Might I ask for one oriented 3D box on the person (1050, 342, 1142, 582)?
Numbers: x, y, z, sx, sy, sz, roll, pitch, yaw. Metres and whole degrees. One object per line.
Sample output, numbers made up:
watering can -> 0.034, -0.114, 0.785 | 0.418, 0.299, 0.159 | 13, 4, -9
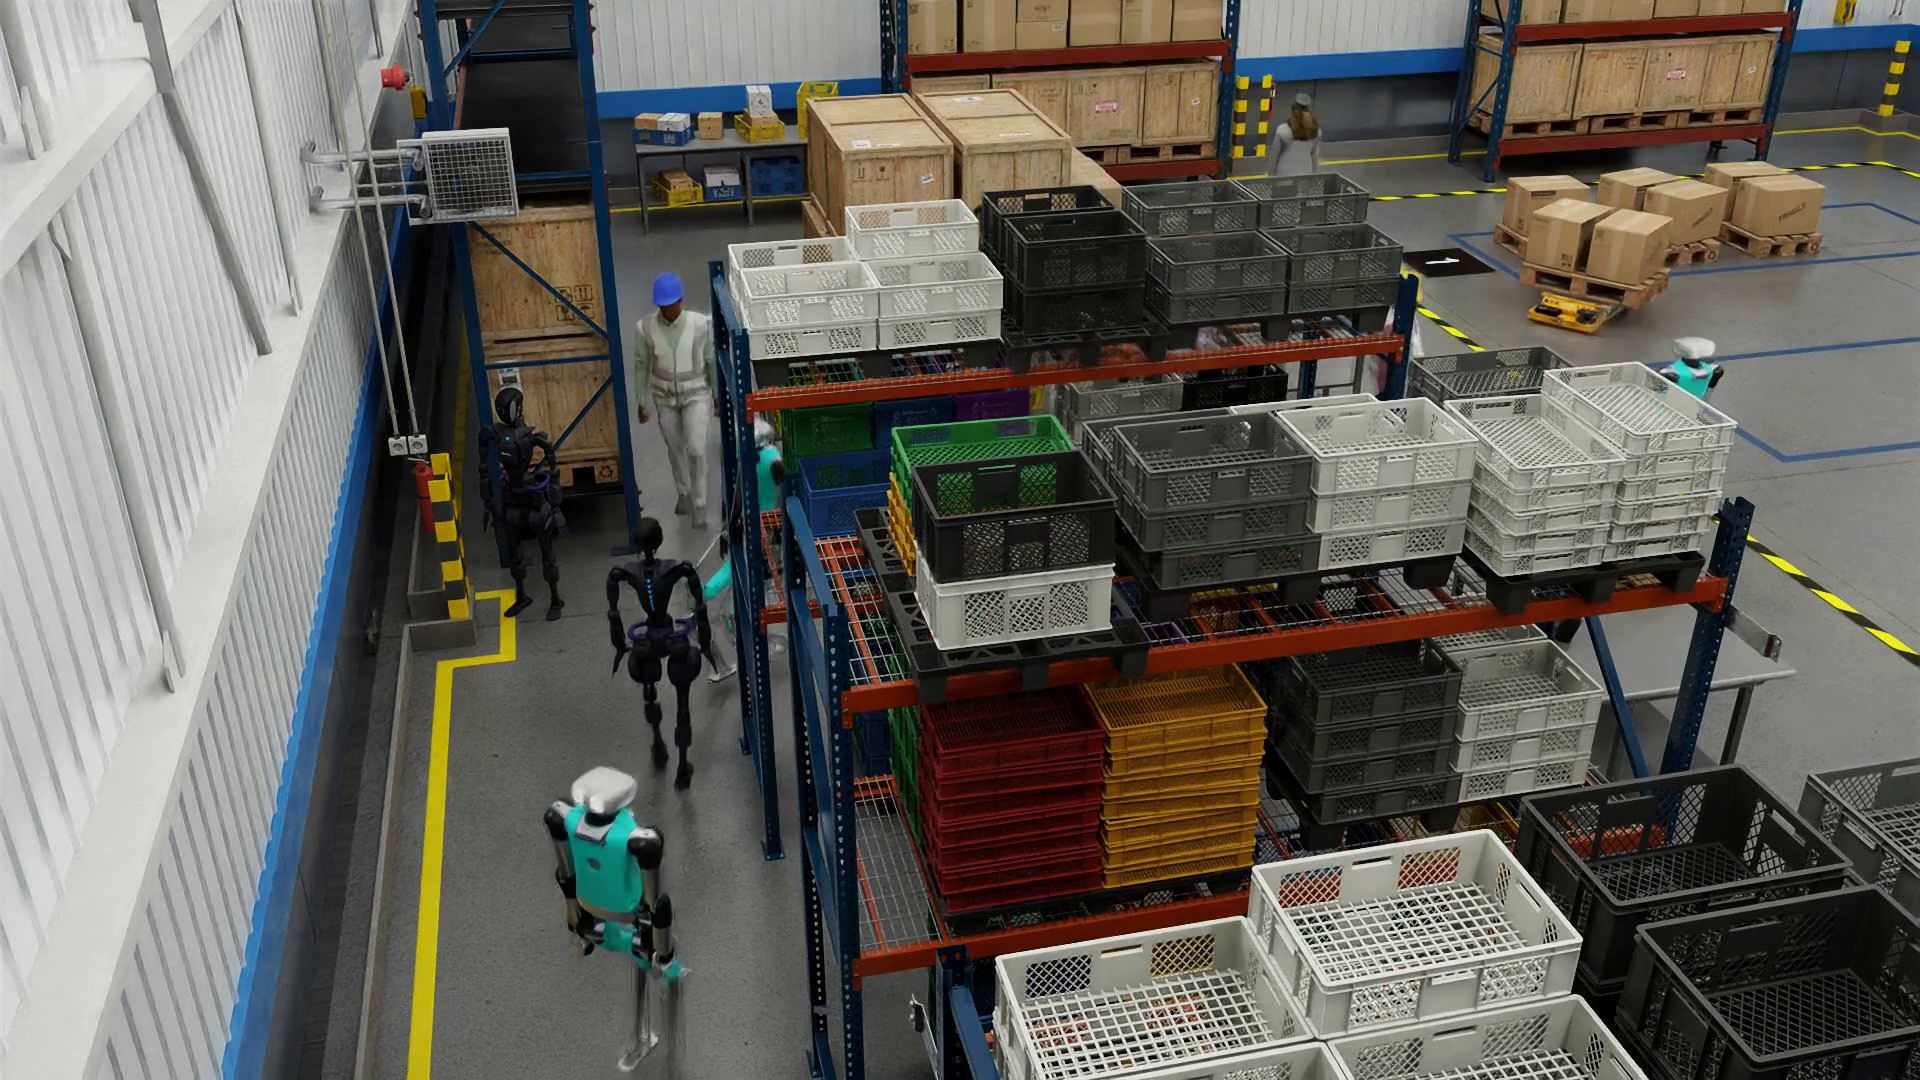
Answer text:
person -> 0.996, -0.533, 11.349 | 0.784, 1.861, 0.591 | 7, 29, 13

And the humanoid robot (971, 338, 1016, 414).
humanoid robot -> 0.461, -0.536, 11.506 | 0.784, 1.793, 0.530 | 14, 31, 25

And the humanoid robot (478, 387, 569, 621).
humanoid robot -> -2.866, -0.233, 10.962 | 0.599, 1.657, 0.315 | 6, 28, 11

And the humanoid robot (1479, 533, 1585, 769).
humanoid robot -> 3.079, 0.551, 9.281 | 0.735, 1.677, 0.533 | -1, 28, -2

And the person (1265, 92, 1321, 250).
person -> 3.610, -3.935, 17.932 | 0.571, 1.740, 0.785 | -13, 31, -24

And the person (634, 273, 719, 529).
person -> -2.078, -1.003, 12.174 | 0.636, 1.920, 0.738 | 1, 28, 2

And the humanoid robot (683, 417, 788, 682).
humanoid robot -> -1.373, 0.136, 10.204 | 0.539, 1.719, 1.016 | 20, 34, 34

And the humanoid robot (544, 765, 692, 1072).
humanoid robot -> -1.393, 1.678, 7.347 | 0.561, 1.842, 0.701 | 11, 30, 19

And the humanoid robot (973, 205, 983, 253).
humanoid robot -> 0.255, -2.138, 14.656 | 0.752, 1.653, 0.603 | -2, 28, -3

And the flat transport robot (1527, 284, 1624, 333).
flat transport robot -> 6.280, -2.418, 16.605 | 0.652, 0.197, 1.431 | 22, 35, 35

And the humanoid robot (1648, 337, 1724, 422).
humanoid robot -> 4.803, -0.640, 11.742 | 0.560, 1.830, 0.786 | -11, 30, -19

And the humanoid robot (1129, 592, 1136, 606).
humanoid robot -> 1.007, -0.072, 10.688 | 0.361, 1.646, 0.603 | -21, 35, -35

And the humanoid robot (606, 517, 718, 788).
humanoid robot -> -1.677, 0.604, 9.388 | 0.596, 1.647, 0.477 | -2, 28, -3

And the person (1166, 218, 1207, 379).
person -> 1.803, -1.594, 13.195 | 0.616, 2.027, 0.604 | -5, 28, -10

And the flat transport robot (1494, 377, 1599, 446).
flat transport robot -> 4.780, -1.036, 14.013 | 0.659, 0.231, 1.431 | -6, 28, -12

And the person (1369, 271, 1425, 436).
person -> 3.371, -1.231, 12.761 | 0.467, 1.798, 0.679 | 10, 30, 19
